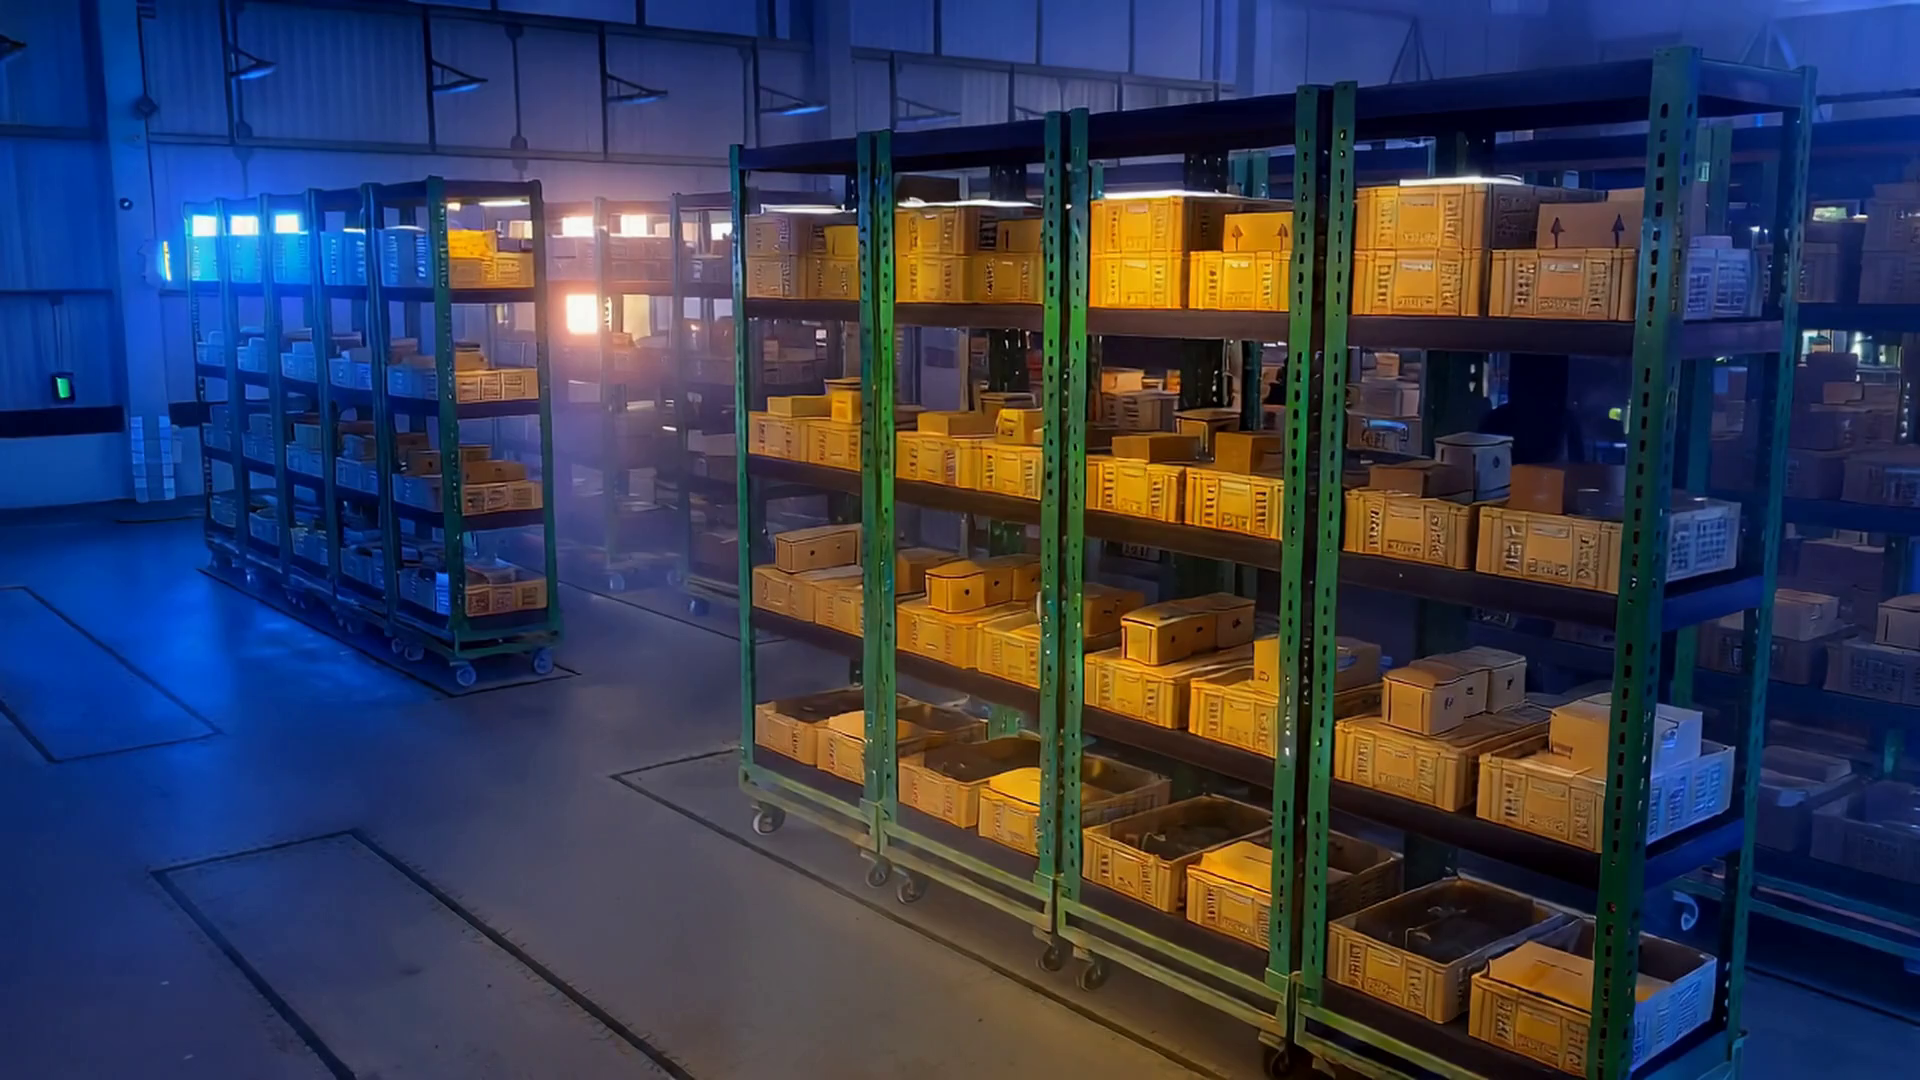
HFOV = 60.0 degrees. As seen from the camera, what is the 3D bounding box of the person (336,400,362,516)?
[{"bbox_3d":[-6.163,-0.688,16.852,0.390,1.841,0.563,-3,10,-15],"label":"person"}]
